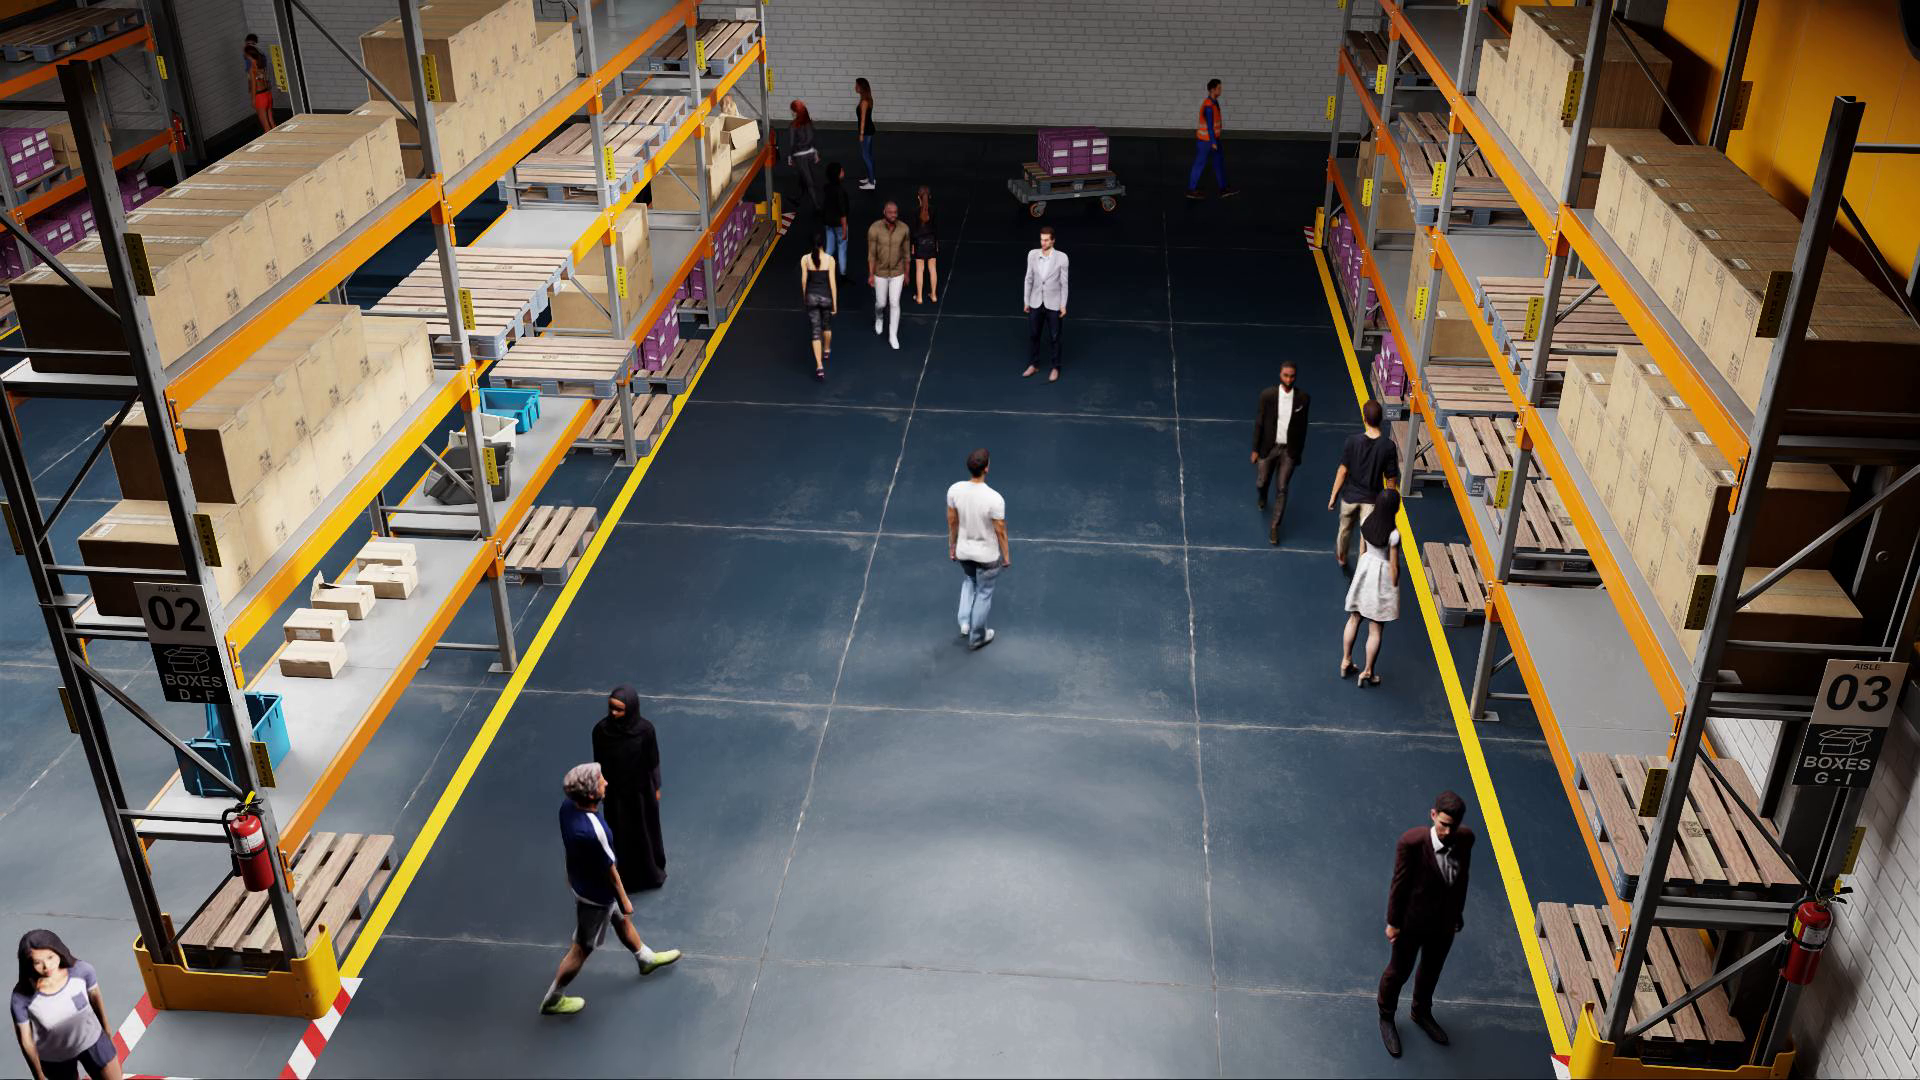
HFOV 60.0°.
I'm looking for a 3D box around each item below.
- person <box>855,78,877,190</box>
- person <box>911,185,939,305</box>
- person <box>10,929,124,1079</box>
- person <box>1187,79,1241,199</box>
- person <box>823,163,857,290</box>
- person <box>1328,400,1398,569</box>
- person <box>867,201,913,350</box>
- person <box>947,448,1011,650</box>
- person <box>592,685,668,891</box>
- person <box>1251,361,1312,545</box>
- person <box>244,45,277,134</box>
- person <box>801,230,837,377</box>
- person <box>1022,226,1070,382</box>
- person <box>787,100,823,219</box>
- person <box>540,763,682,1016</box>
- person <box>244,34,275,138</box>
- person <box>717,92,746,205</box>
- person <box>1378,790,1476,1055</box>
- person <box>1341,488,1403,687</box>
[{"bbox_3d":[-1.471,-6.411,26.189,0.636,1.718,0.466,1,29,1],"label":"person"},{"bbox_3d":[-0.447,-3.864,21.689,0.579,1.556,0.611,-6,29,-10],"label":"person"},{"bbox_3d":[-4.999,2.820,9.332,1.092,1.654,1.137,-23,36,-36],"label":"person"},{"bbox_3d":[3.740,-6.150,25.588,0.970,1.834,1.078,12,31,20],"label":"person"},{"bbox_3d":[-1.669,-4.173,22.091,0.730,1.712,0.794,23,36,35],"label":"person"},{"bbox_3d":[3.596,-0.285,14.886,0.935,1.785,1.274,11,30,19],"label":"person"},{"bbox_3d":[-0.897,-3.285,20.358,0.859,1.812,0.937,-7,29,-12],"label":"person"},{"bbox_3d":[0.112,0.115,14.087,0.789,1.850,0.797,17,33,28],"label":"person"},{"bbox_3d":[-2.273,1.681,11.461,0.643,1.615,0.630,-2,29,-4],"label":"person"},{"bbox_3d":[3.049,-0.896,16.008,0.670,1.784,0.973,2,29,5],"label":"person"},{"bbox_3d":[-11.706,-7.399,27.926,0.649,1.788,0.476,7,29,12],"label":"person"},{"bbox_3d":[-1.666,-2.738,19.498,0.681,1.676,1.173,-2,29,-3],"label":"person"},{"bbox_3d":[1.011,-2.773,19.383,0.742,1.848,0.674,11,31,20],"label":"person"},{"bbox_3d":[-2.262,-5.626,24.733,1.071,1.733,1.058,-25,37,-38],"label":"person"},{"bbox_3d":[-2.342,2.204,10.316,1.177,1.793,1.220,-17,33,-28],"label":"person"},{"bbox_3d":[-12.018,-7.766,28.554,0.844,1.830,0.888,-24,37,-36],"label":"person"},{"bbox_3d":[-3.427,-5.930,25.342,0.998,1.684,0.998,19,34,31],"label":"person"},{"bbox_3d":[2.837,2.278,10.107,0.756,1.862,0.716,-8,30,-14],"label":"person"},{"bbox_3d":[3.406,0.382,13.682,0.847,1.769,0.778,-20,34,-32],"label":"person"}]
